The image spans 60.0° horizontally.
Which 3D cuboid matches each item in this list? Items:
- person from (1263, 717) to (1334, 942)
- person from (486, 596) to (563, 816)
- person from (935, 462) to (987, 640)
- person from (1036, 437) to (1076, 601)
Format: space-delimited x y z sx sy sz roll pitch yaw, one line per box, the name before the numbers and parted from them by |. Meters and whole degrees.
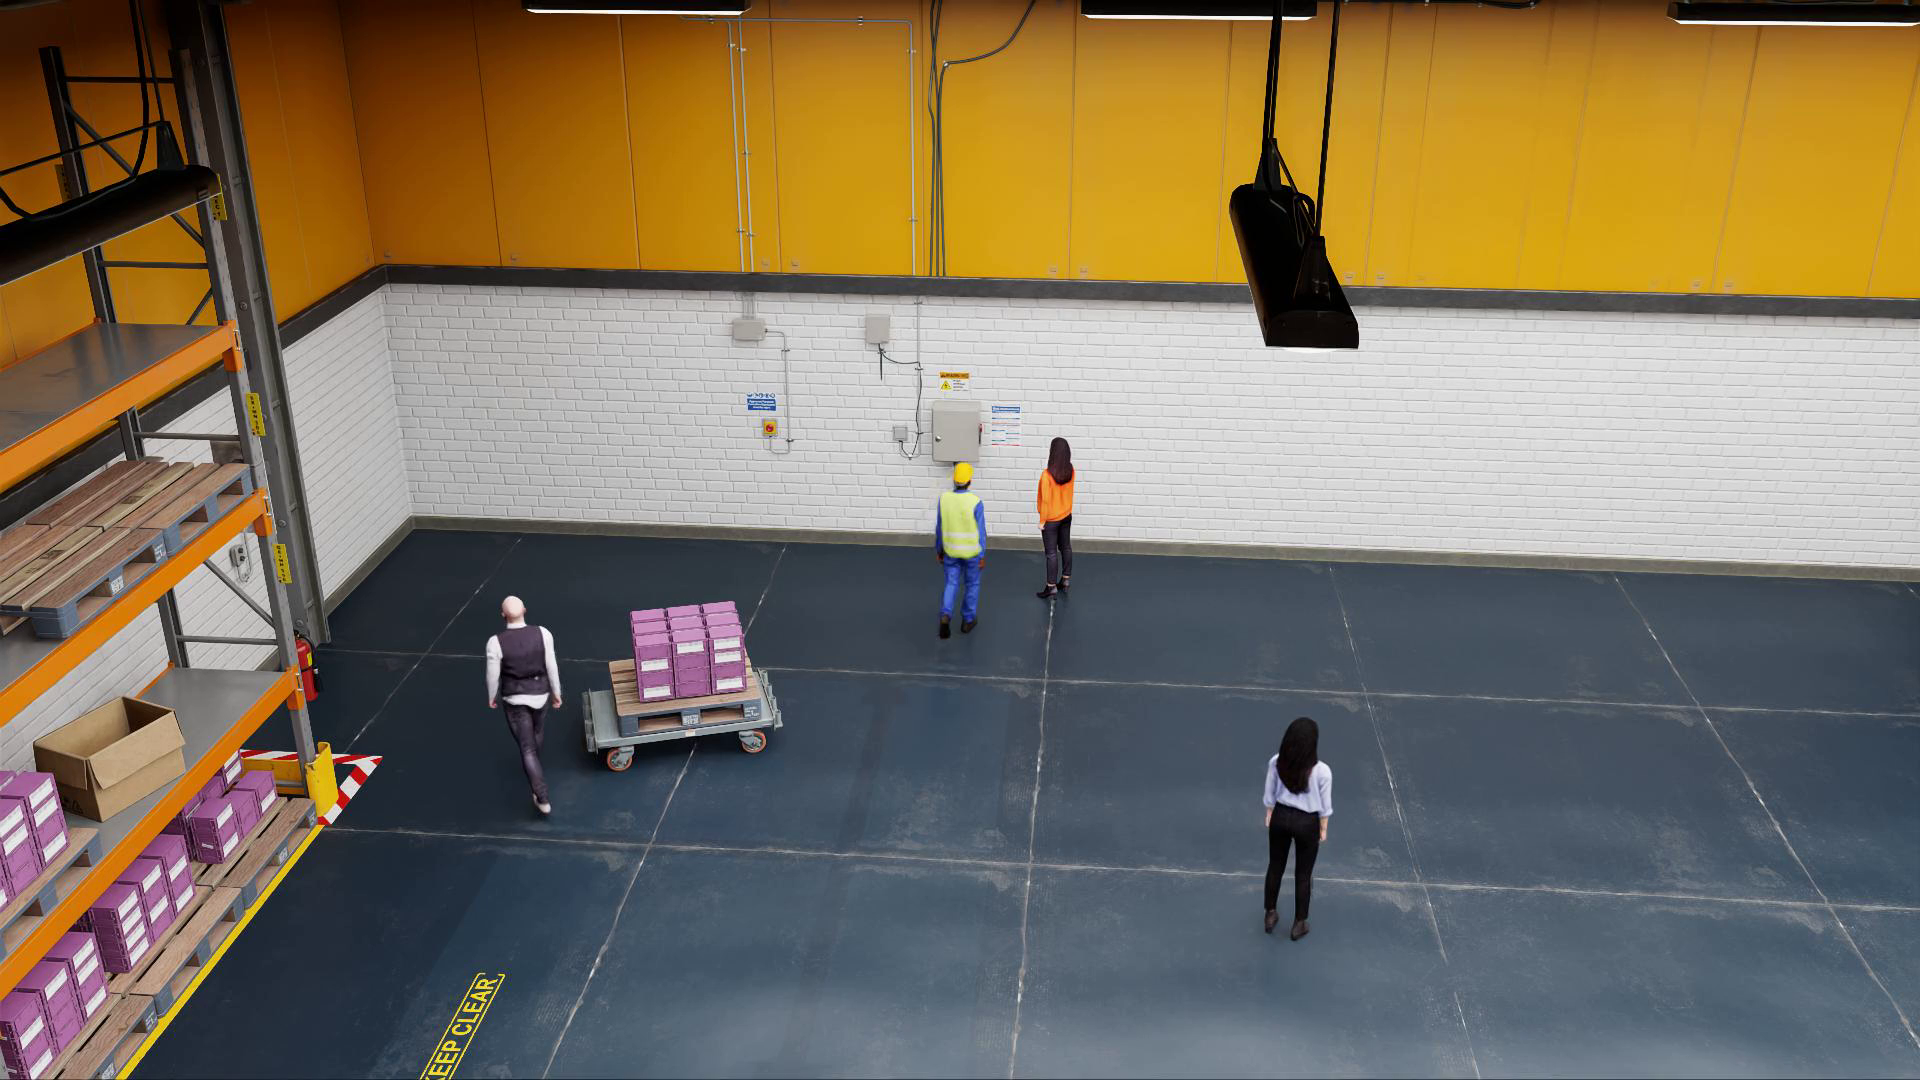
person | 2.364 2.034 11.769 0.726 1.746 0.692 11 26 24
person | -3.445 1.354 13.294 1.164 1.769 1.325 -13 27 -28
person | -0.002 0.137 16.042 0.792 1.799 1.061 7 25 15
person | 0.990 -0.233 16.953 0.768 1.749 0.689 21 32 40
